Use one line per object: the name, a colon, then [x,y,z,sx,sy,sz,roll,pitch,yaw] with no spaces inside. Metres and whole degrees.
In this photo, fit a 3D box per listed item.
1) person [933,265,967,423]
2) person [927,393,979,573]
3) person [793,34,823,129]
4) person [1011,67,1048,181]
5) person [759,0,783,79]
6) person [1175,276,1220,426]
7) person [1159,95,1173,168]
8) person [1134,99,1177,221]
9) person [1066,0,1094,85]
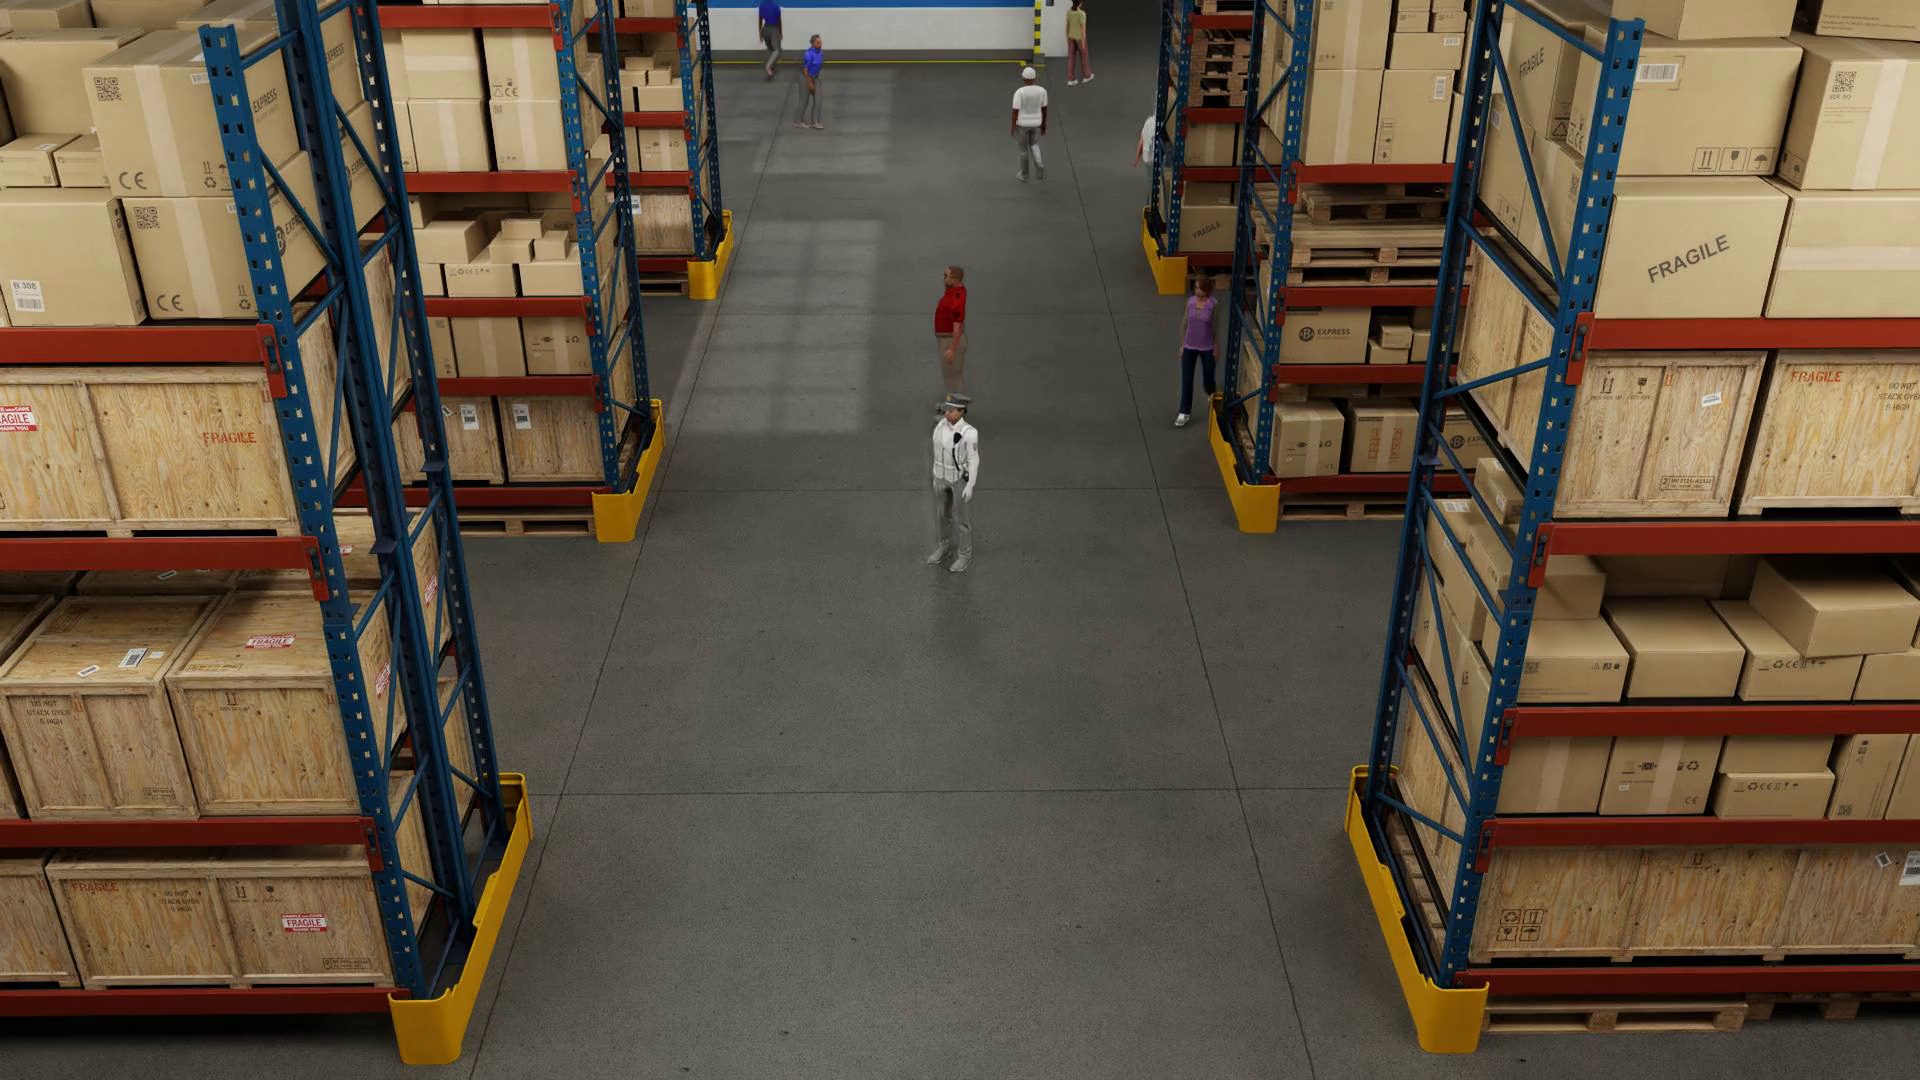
person: [-0.112,-2.125,17.891,0.380,1.728,0.528,1,28,3]
person: [-0.068,-0.543,15.003,0.463,1.685,0.378,20,34,32]
person: [-2.617,-7.967,28.892,0.600,1.641,0.455,17,33,29]
person: [1.080,-6.456,25.873,0.575,1.762,0.578,-10,30,-17]
person: [-3.703,-9.869,32.400,0.447,1.642,0.793,9,30,16]
person: [2.565,-2.044,17.859,0.456,1.599,0.626,12,30,21]
person: [3.250,-6.339,25.633,0.633,1.789,0.569,-23,36,-36]
person: [2.800,-5.508,24.113,0.578,1.751,0.845,22,35,35]
person: [2.287,-9.607,31.860,0.450,1.666,0.715,16,32,27]
